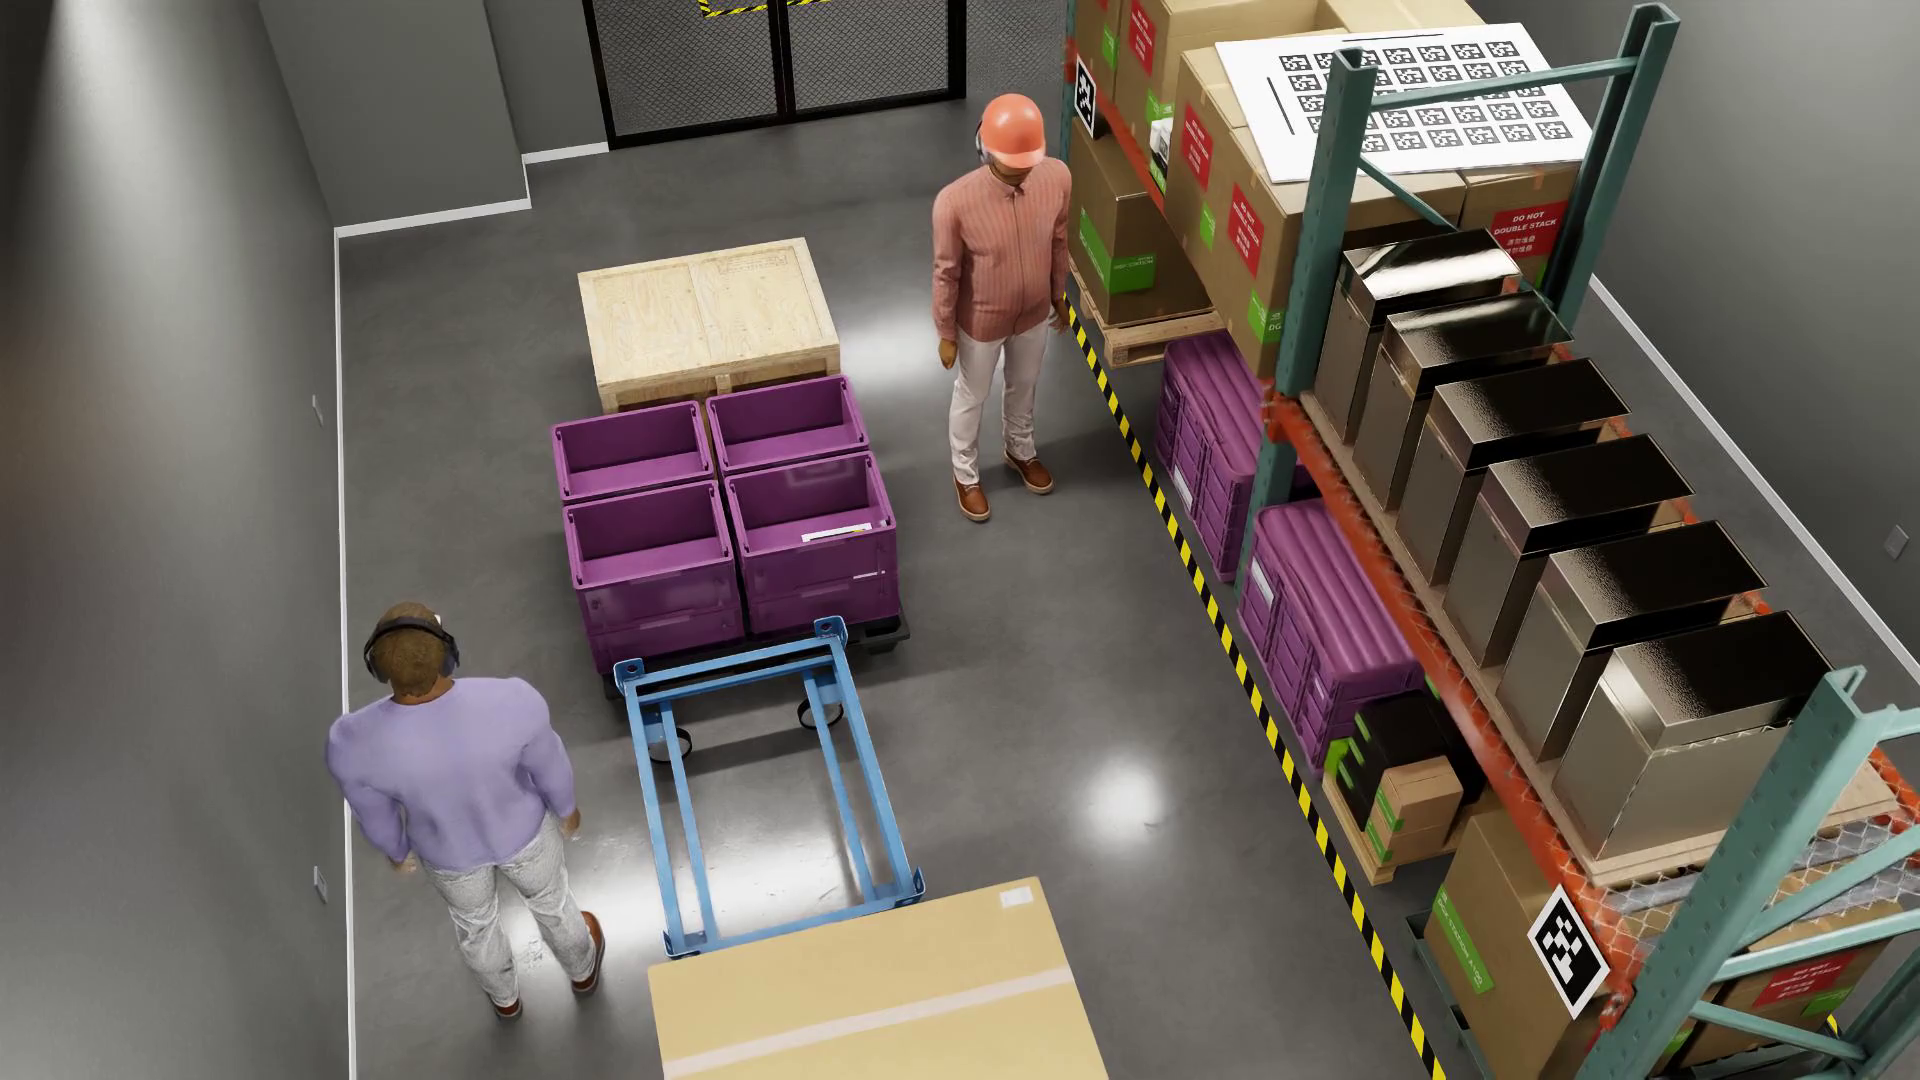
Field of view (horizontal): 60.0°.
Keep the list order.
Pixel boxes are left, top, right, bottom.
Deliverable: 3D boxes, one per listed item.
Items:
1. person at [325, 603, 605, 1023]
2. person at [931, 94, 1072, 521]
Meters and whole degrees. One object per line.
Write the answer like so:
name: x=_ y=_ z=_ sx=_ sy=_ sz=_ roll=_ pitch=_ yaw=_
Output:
person: x=-1.469 y=0.874 z=5.083 sx=0.627 sy=1.940 sz=0.371 roll=-12 pitch=49 yaw=-11
person: x=0.178 y=-0.919 z=6.694 sx=0.622 sy=1.992 sz=0.384 roll=-23 pitch=51 yaw=-20
